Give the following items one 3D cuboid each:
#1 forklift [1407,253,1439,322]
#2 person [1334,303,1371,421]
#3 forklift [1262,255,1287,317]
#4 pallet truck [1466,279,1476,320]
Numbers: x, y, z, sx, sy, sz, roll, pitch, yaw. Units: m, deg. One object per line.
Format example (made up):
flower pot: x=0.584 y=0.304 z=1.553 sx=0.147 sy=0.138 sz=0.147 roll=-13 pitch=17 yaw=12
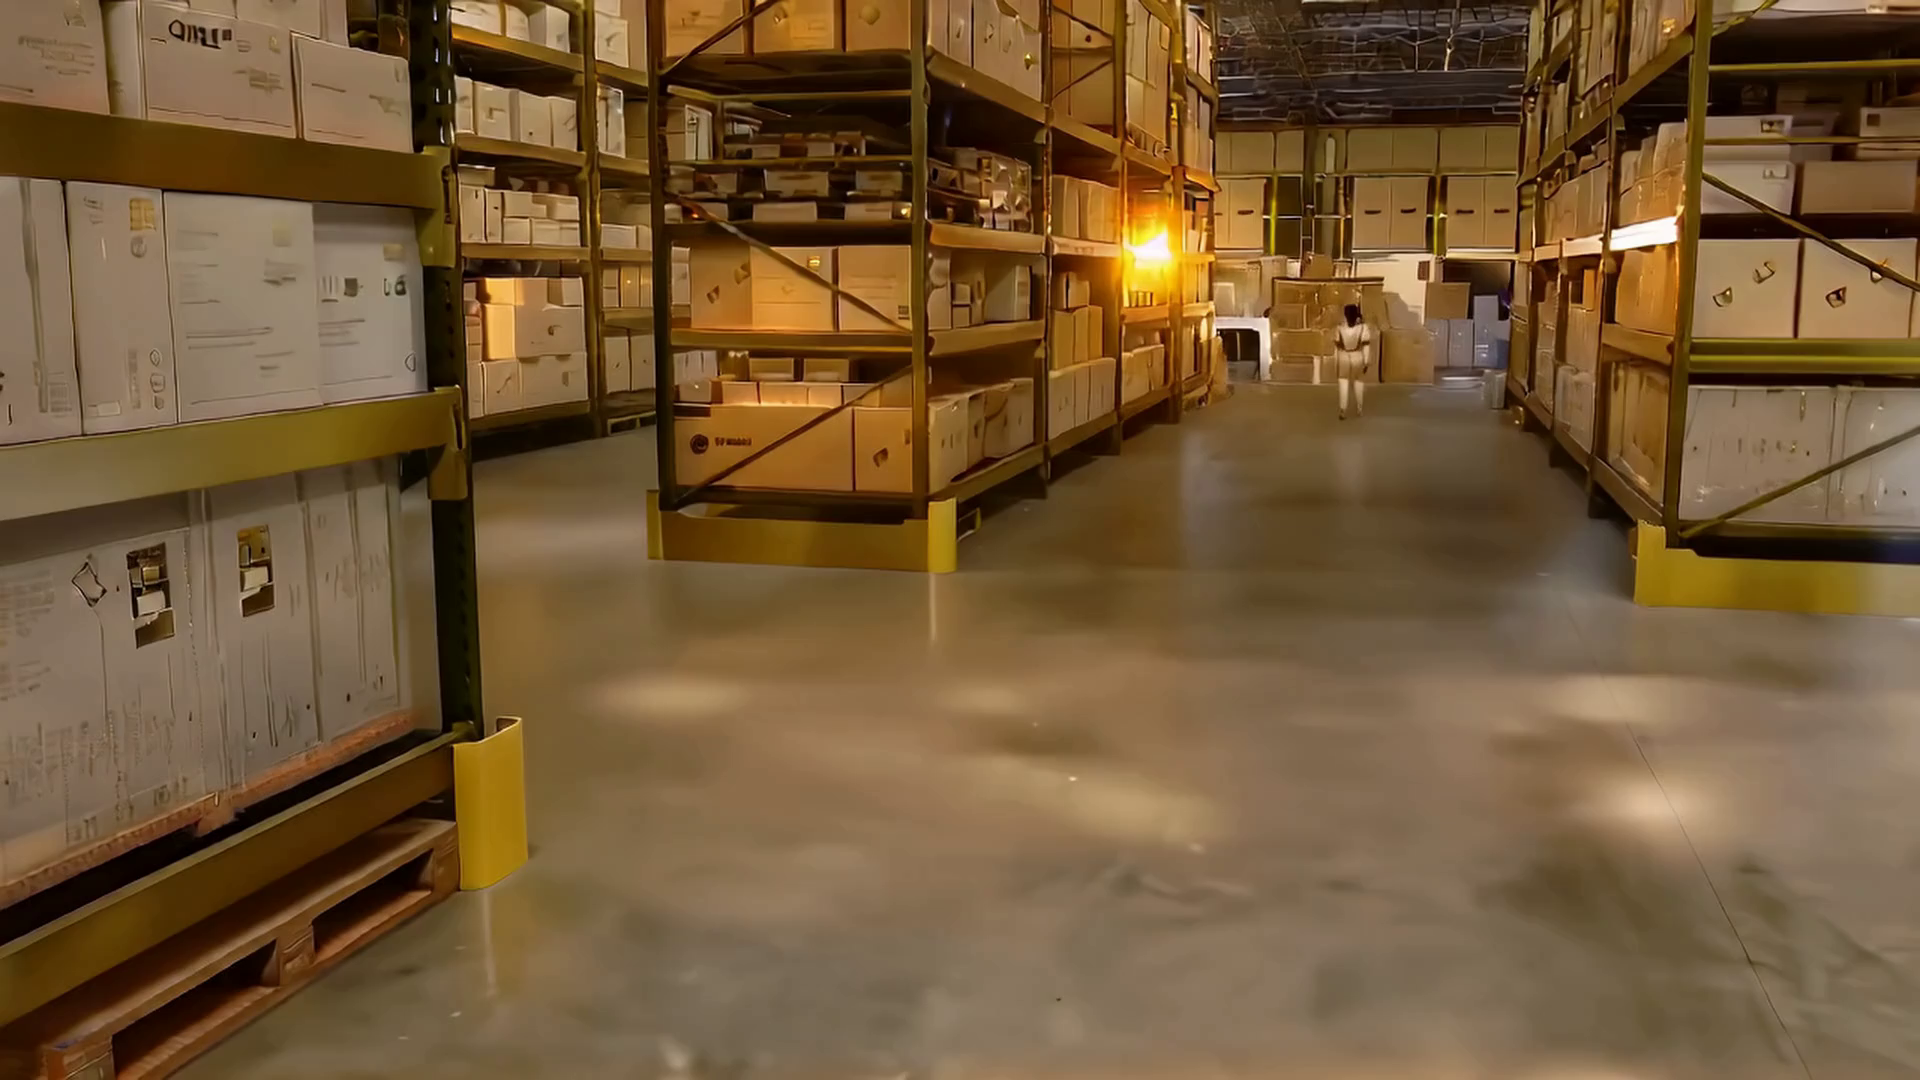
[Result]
forklift: x=14.972 y=-7.886 z=53.875 sx=1.129 sy=2.768 sz=1.873 roll=-3 pitch=9 yaw=-19
person: x=5.617 y=-2.555 z=23.806 sx=0.538 sy=1.676 sz=0.630 roll=4 pitch=10 yaw=22
forklift: x=10.799 y=-8.409 z=57.195 sx=1.129 sy=2.768 sz=1.873 roll=-9 pitch=12 yaw=-44
pallet truck: x=18.896 y=-8.459 z=60.307 sx=1.885 sy=1.965 sz=0.823 roll=5 pitch=10 yaw=31
